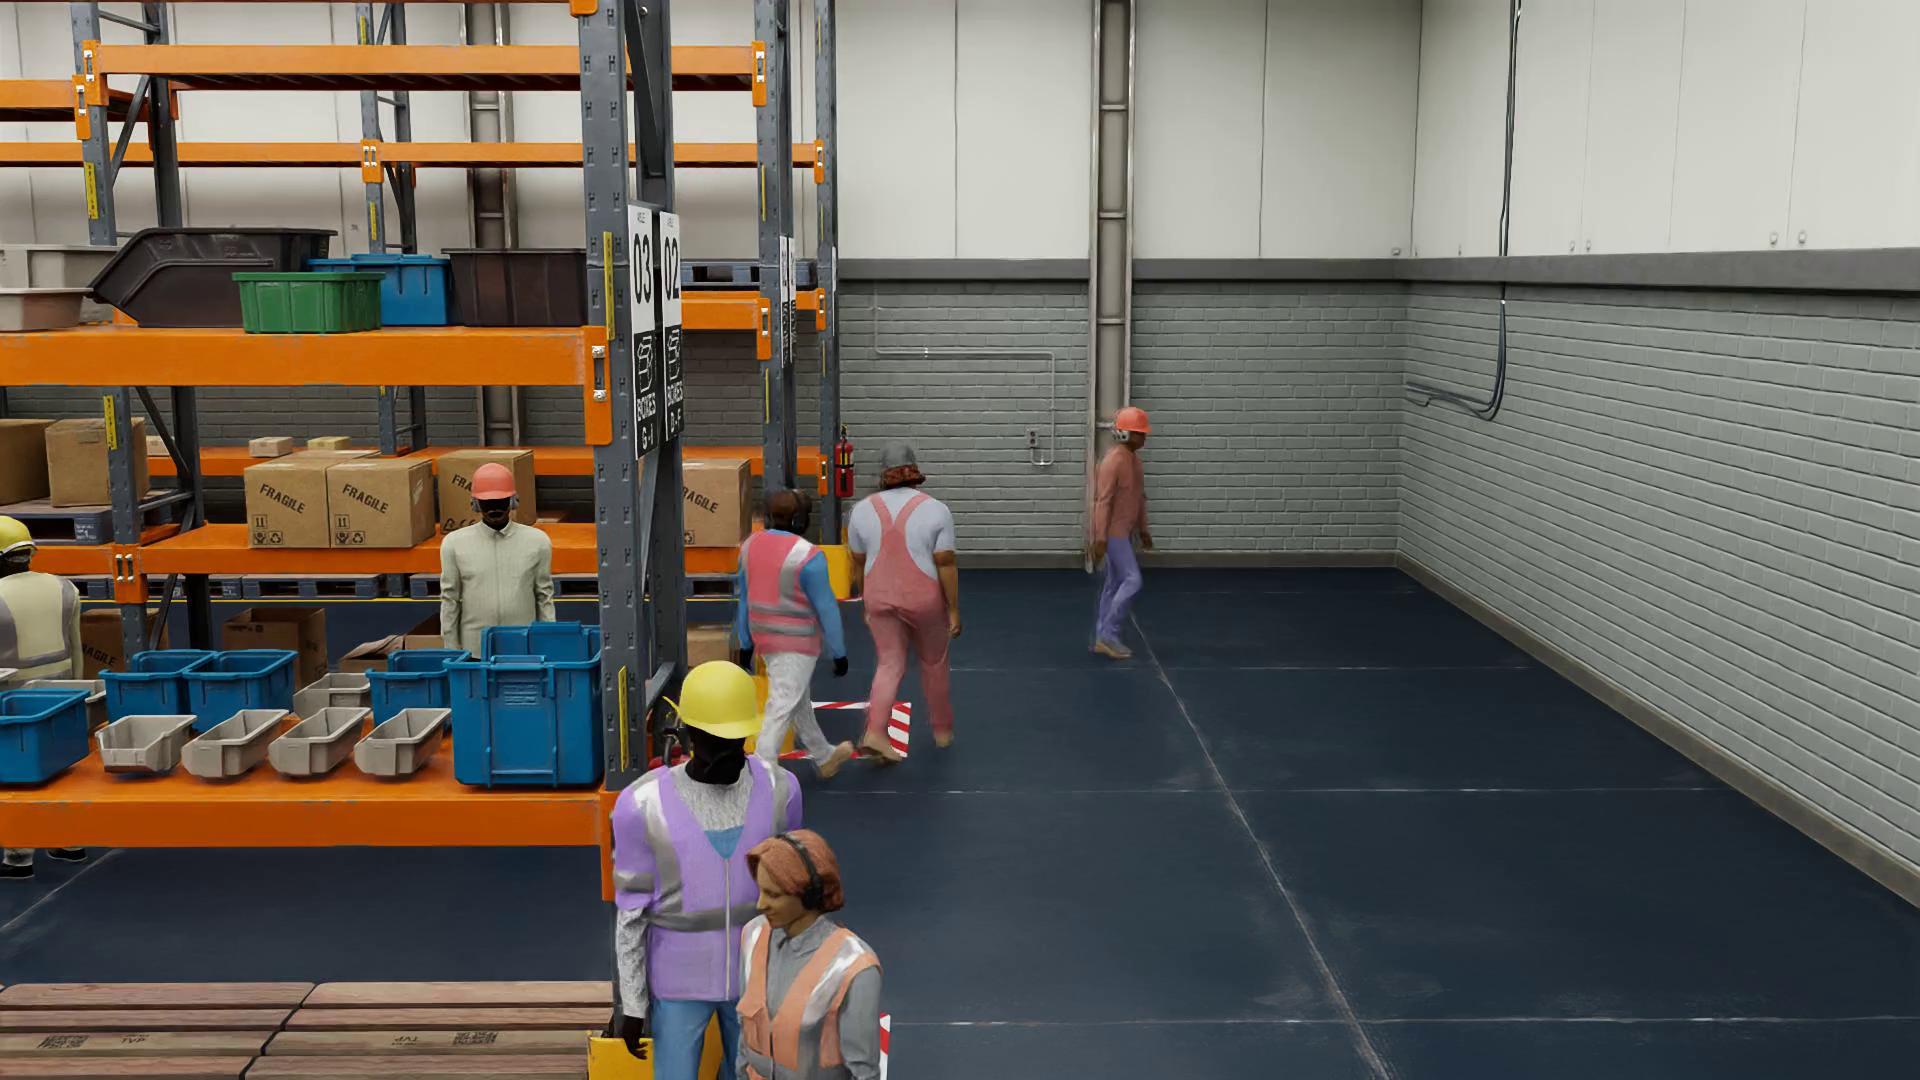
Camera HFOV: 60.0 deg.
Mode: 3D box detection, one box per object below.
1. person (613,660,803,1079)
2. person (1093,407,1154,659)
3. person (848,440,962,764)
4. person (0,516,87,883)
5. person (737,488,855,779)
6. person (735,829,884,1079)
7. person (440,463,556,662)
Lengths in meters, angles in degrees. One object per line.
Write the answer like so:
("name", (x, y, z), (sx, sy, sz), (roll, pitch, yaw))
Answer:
("person", (-0.718, 1.286, 4.935), (0.595, 1.917, 0.399), (-5, 10, -26))
("person", (1.256, -0.048, 12.929), (0.547, 1.972, 0.631), (4, 10, 22))
("person", (-0.345, 0.348, 10.289), (0.718, 2.000, 0.921), (3, 10, 18))
("person", (-4.663, 0.785, 8.292), (0.403, 1.824, 0.598), (5, 10, 27))
("person", (-0.908, 0.593, 9.543), (0.657, 1.789, 0.959), (9, 13, 42))
("person", (-0.385, 1.531, 4.299), (0.526, 1.632, 0.312), (9, 13, 43))
("person", (-2.505, 0.572, 9.061), (0.612, 1.995, 0.382), (-4, 10, -22))
